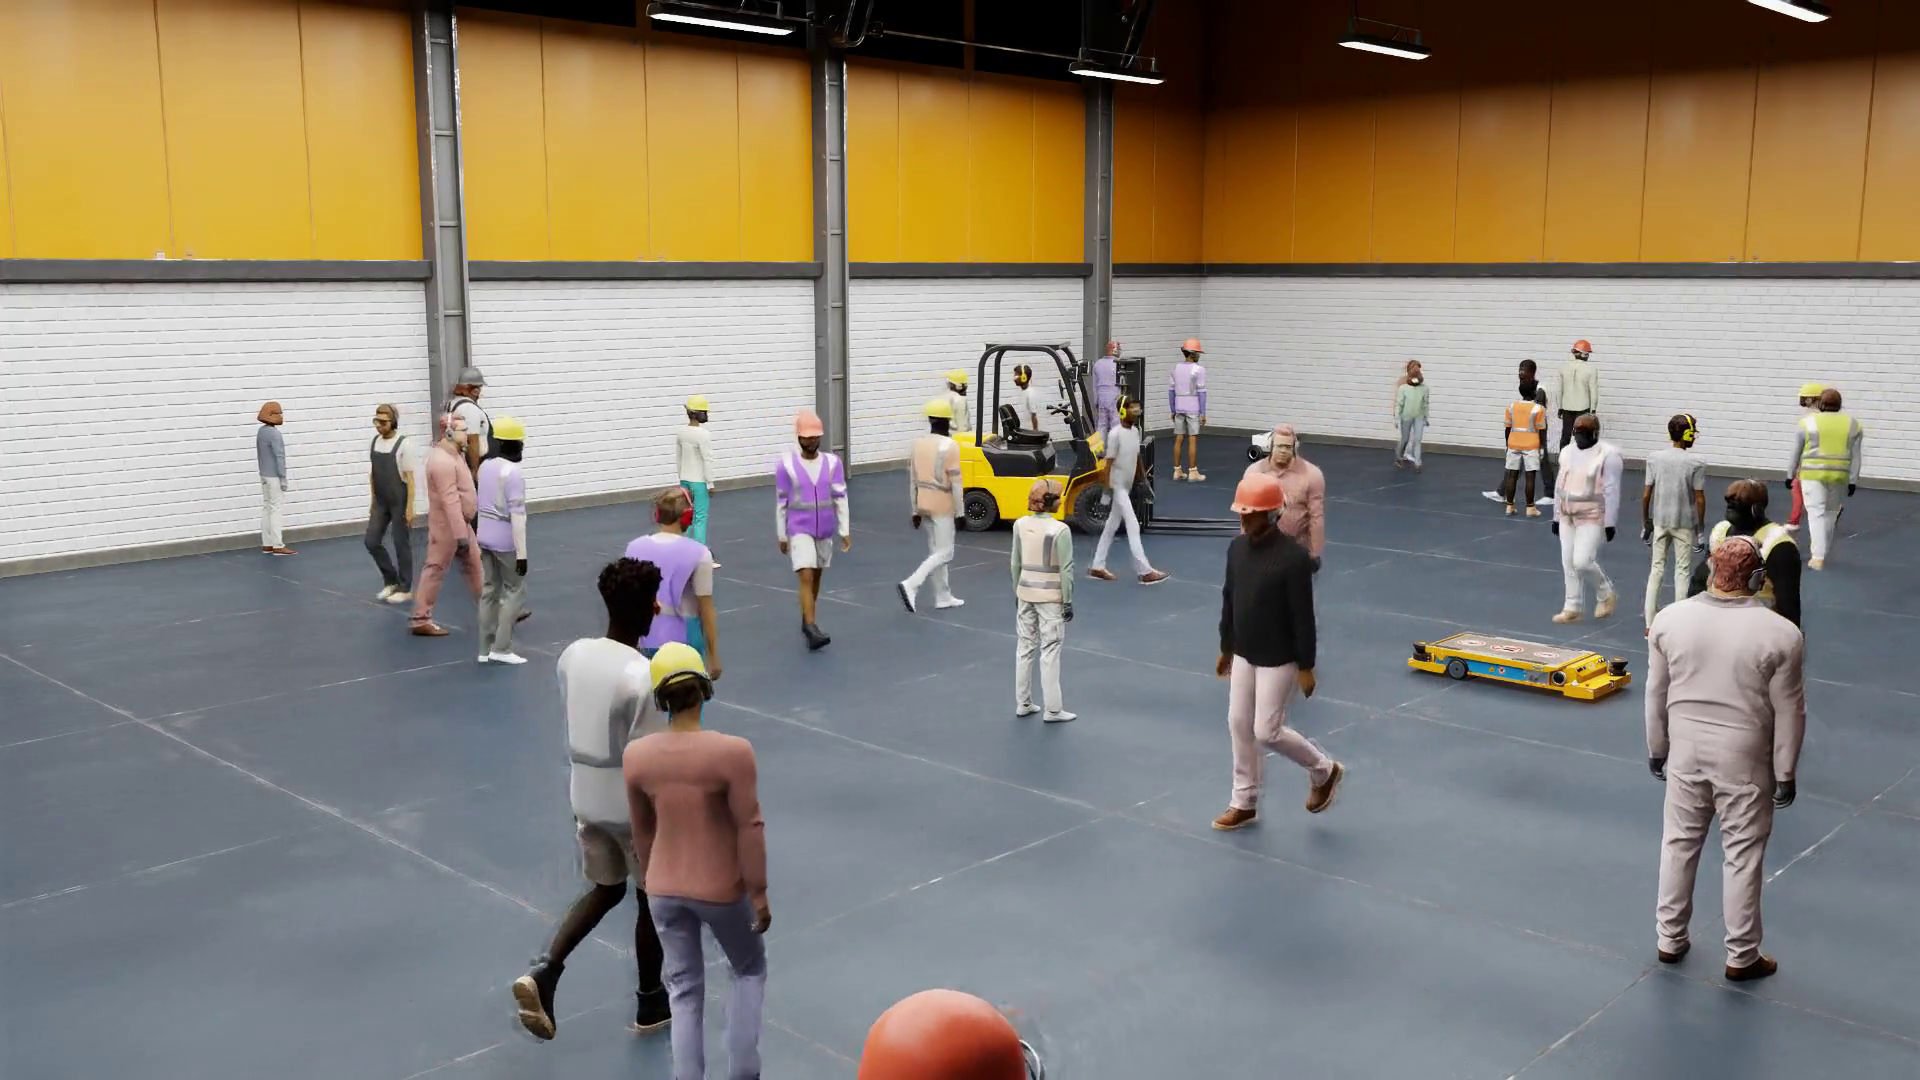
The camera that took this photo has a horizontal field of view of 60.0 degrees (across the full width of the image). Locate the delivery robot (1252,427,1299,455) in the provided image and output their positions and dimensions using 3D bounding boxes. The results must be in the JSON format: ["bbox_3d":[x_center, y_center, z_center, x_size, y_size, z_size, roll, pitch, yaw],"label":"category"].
[{"bbox_3d":[4.937,-1.527,26.041,0.707,0.478,0.477,9,13,43],"label":"delivery robot"}]

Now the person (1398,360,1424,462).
[{"bbox_3d":[7.084,-2.028,26.135,0.610,1.609,0.503,-7,12,-38],"label":"person"}]

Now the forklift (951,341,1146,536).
[{"bbox_3d":[0.977,-1.223,19.452,2.313,2.155,1.214,2,9,11],"label":"forklift"}]

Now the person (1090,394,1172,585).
[{"bbox_3d":[1.662,-0.477,15.998,0.960,1.833,0.508,5,10,26],"label":"person"}]

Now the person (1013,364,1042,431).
[{"bbox_3d":[0.988,-1.338,21.320,0.869,1.830,0.521,0,9,1],"label":"person"}]

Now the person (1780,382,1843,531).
[{"bbox_3d":[9.859,-0.960,19.207,0.697,1.743,0.527,2,10,13],"label":"person"}]

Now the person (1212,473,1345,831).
[{"bbox_3d":[1.698,0.601,8.959,0.645,1.968,0.650,-5,10,-27],"label":"person"}]

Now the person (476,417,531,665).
[{"bbox_3d":[-3.508,0.013,12.822,0.595,1.894,0.529,8,12,41],"label":"person"}]

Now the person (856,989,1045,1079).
[{"bbox_3d":[-0.091,1.643,2.541,0.829,1.965,0.649,-7,11,-36],"label":"person"}]

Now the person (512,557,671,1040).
[{"bbox_3d":[-1.368,1.026,6.426,0.618,1.942,0.713,7,12,36],"label":"person"}]

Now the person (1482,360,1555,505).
[{"bbox_3d":[7.259,-1.370,21.363,0.997,1.868,0.607,-2,9,-11],"label":"person"}]

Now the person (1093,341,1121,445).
[{"bbox_3d":[2.397,-2.177,26.196,0.400,1.903,0.644,-9,13,-44],"label":"person"}]

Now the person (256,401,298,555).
[{"bbox_3d":[-7.299,-0.657,17.696,0.274,1.632,0.503,-9,13,-44],"label":"person"}]

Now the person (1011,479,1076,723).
[{"bbox_3d":[0.554,0.407,11.168,0.314,1.636,0.517,-9,13,-44],"label":"person"}]

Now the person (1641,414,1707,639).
[{"bbox_3d":[5.815,-0.094,13.552,0.323,1.862,0.518,-9,13,-44],"label":"person"}]

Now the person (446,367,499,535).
[{"bbox_3d":[-5.101,-0.821,17.460,0.550,2.000,0.684,-7,11,-36],"label":"person"}]

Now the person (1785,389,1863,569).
[{"bbox_3d":[8.806,-0.640,17.041,0.637,1.804,0.865,2,9,10],"label":"person"}]

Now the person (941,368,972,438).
[{"bbox_3d":[-0.111,-1.216,20.560,0.572,1.811,0.604,-4,10,-22],"label":"person"}]

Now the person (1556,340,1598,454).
[{"bbox_3d":[9.111,-1.951,24.541,0.395,1.988,0.614,-9,13,-44],"label":"person"}]

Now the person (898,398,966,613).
[{"bbox_3d":[-0.251,-0.293,14.633,0.750,1.907,0.600,-8,12,-40],"label":"person"}]

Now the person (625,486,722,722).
[{"bbox_3d":[-1.640,0.613,9.339,0.562,1.822,0.536,5,11,29],"label":"person"}]

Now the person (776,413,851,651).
[{"bbox_3d":[-1.181,-0.080,13.388,0.553,1.881,1.029,-4,10,-23],"label":"person"}]

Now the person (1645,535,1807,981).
[{"bbox_3d":[3.291,0.925,7.165,0.400,1.907,0.644,-9,13,-44],"label":"person"}]

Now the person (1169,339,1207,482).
[{"bbox_3d":[3.282,-1.856,23.807,0.396,2.038,0.611,-9,13,-44],"label":"person"}]

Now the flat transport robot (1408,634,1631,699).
[{"bbox_3d":[4.118,0.906,12.284,1.431,0.197,0.652,9,13,43],"label":"flat transport robot"}]

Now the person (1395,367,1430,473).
[{"bbox_3d":[6.794,-1.823,25.021,0.553,1.581,0.830,0,9,1],"label":"person"}]

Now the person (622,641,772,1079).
[{"bbox_3d":[-0.907,1.227,5.833,0.568,1.729,0.458,3,10,17],"label":"person"}]

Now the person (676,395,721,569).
[{"bbox_3d":[-2.663,-0.585,16.862,0.330,1.764,0.528,-9,13,-44],"label":"person"}]

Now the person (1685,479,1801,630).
[{"bbox_3d":[4.537,0.543,9.814,0.804,1.811,0.654,-2,9,-10],"label":"person"}]

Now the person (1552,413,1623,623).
[{"bbox_3d":[5.329,-0.178,14.187,0.467,1.821,0.656,-4,10,-24],"label":"person"}]

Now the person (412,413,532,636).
[{"bbox_3d":[-4.097,-0.118,13.711,0.994,1.851,0.665,-1,9,-8],"label":"person"}]

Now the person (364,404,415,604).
[{"bbox_3d":[-5.153,-0.319,15.023,0.556,1.828,0.445,4,10,23],"label":"person"}]

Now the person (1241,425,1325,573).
[{"bbox_3d":[2.486,0.025,12.816,0.646,1.868,0.877,4,10,21],"label":"person"}]

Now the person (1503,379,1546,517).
[{"bbox_3d":[6.927,-1.132,20.406,0.320,1.697,0.537,-9,13,-44],"label":"person"}]
